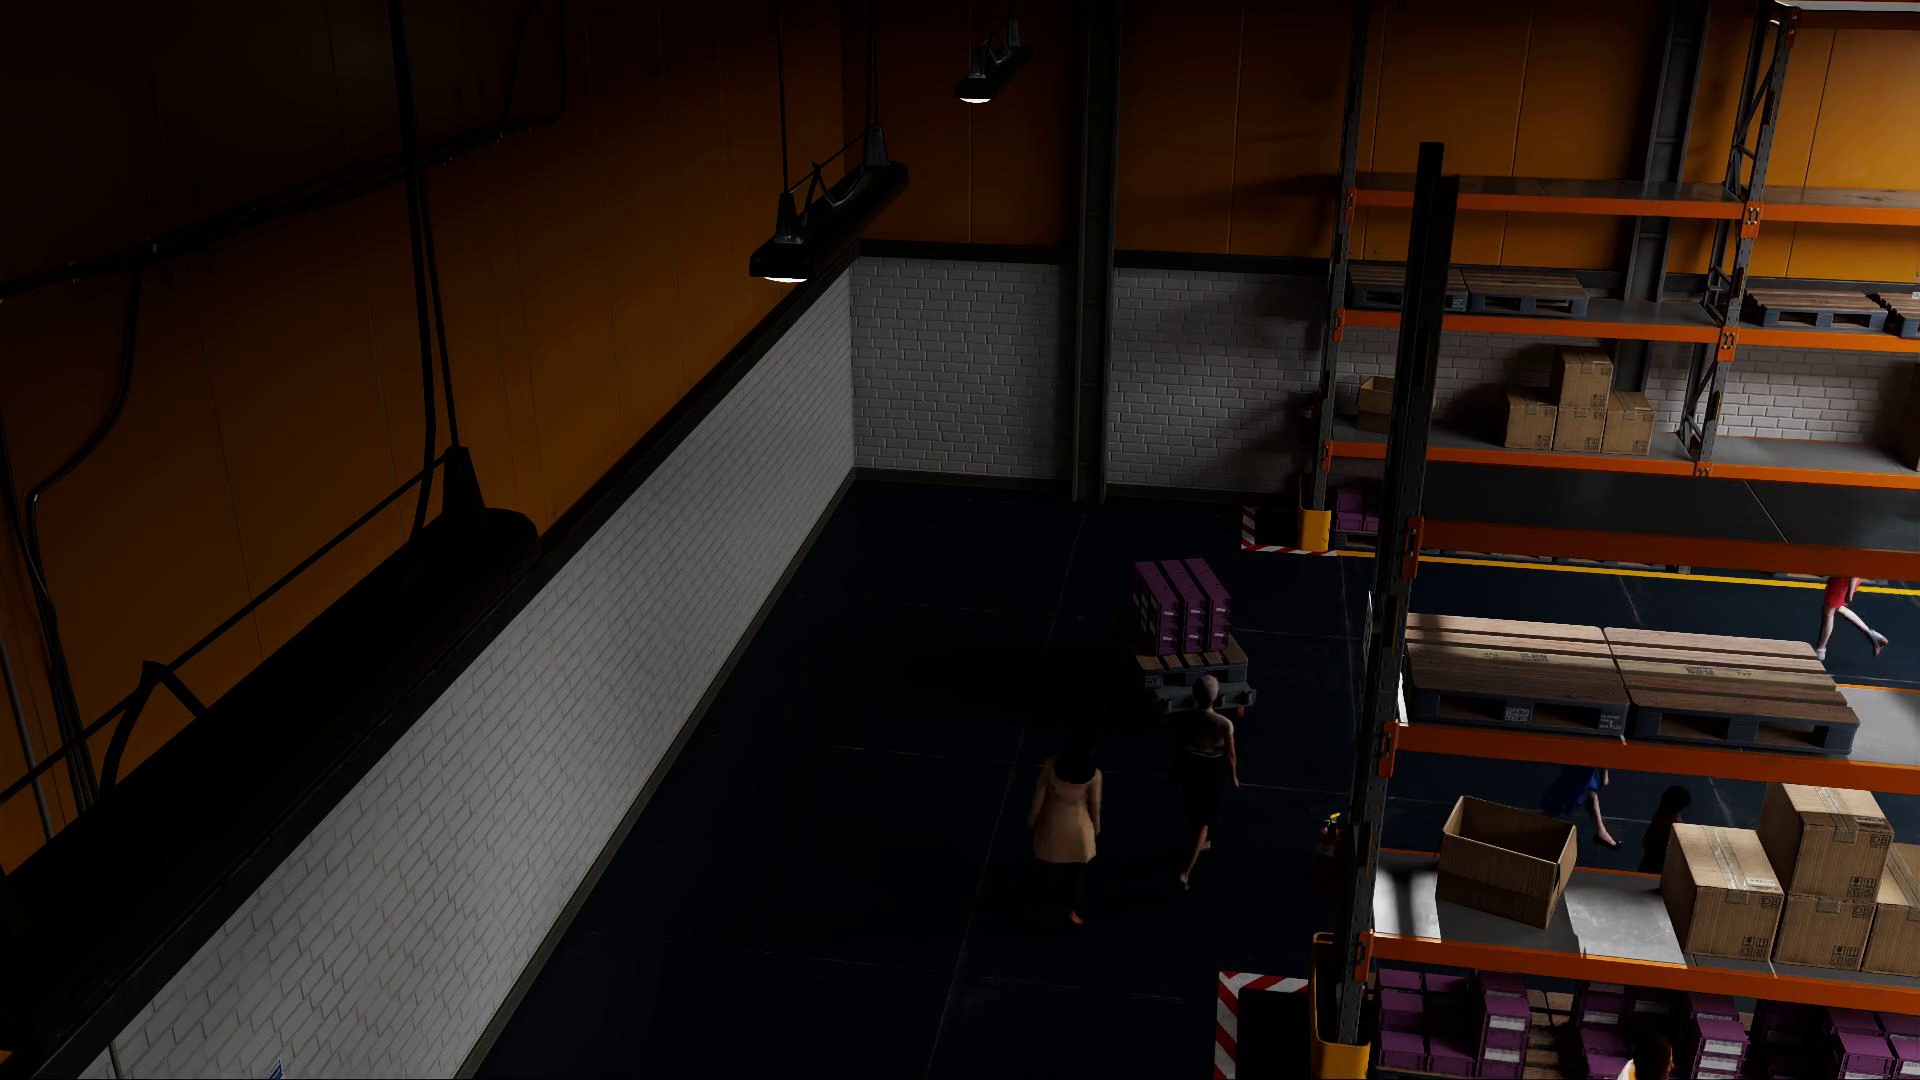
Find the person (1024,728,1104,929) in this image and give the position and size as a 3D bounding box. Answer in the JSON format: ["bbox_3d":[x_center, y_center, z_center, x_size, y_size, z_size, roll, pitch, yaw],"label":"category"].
[{"bbox_3d":[0.717,2.136,12.247,0.474,1.659,0.759,0,24,0],"label":"person"}]

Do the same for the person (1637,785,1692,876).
[{"bbox_3d":[5.239,2.367,12.248,0.927,1.234,0.625,-1,24,-1],"label":"person"}]

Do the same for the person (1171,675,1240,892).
[{"bbox_3d":[1.828,1.897,12.721,1.089,1.717,0.945,14,27,29],"label":"person"}]

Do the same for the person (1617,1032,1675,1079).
[{"bbox_3d":[3.644,3.409,9.324,0.679,1.669,0.707,10,25,21],"label":"person"}]
